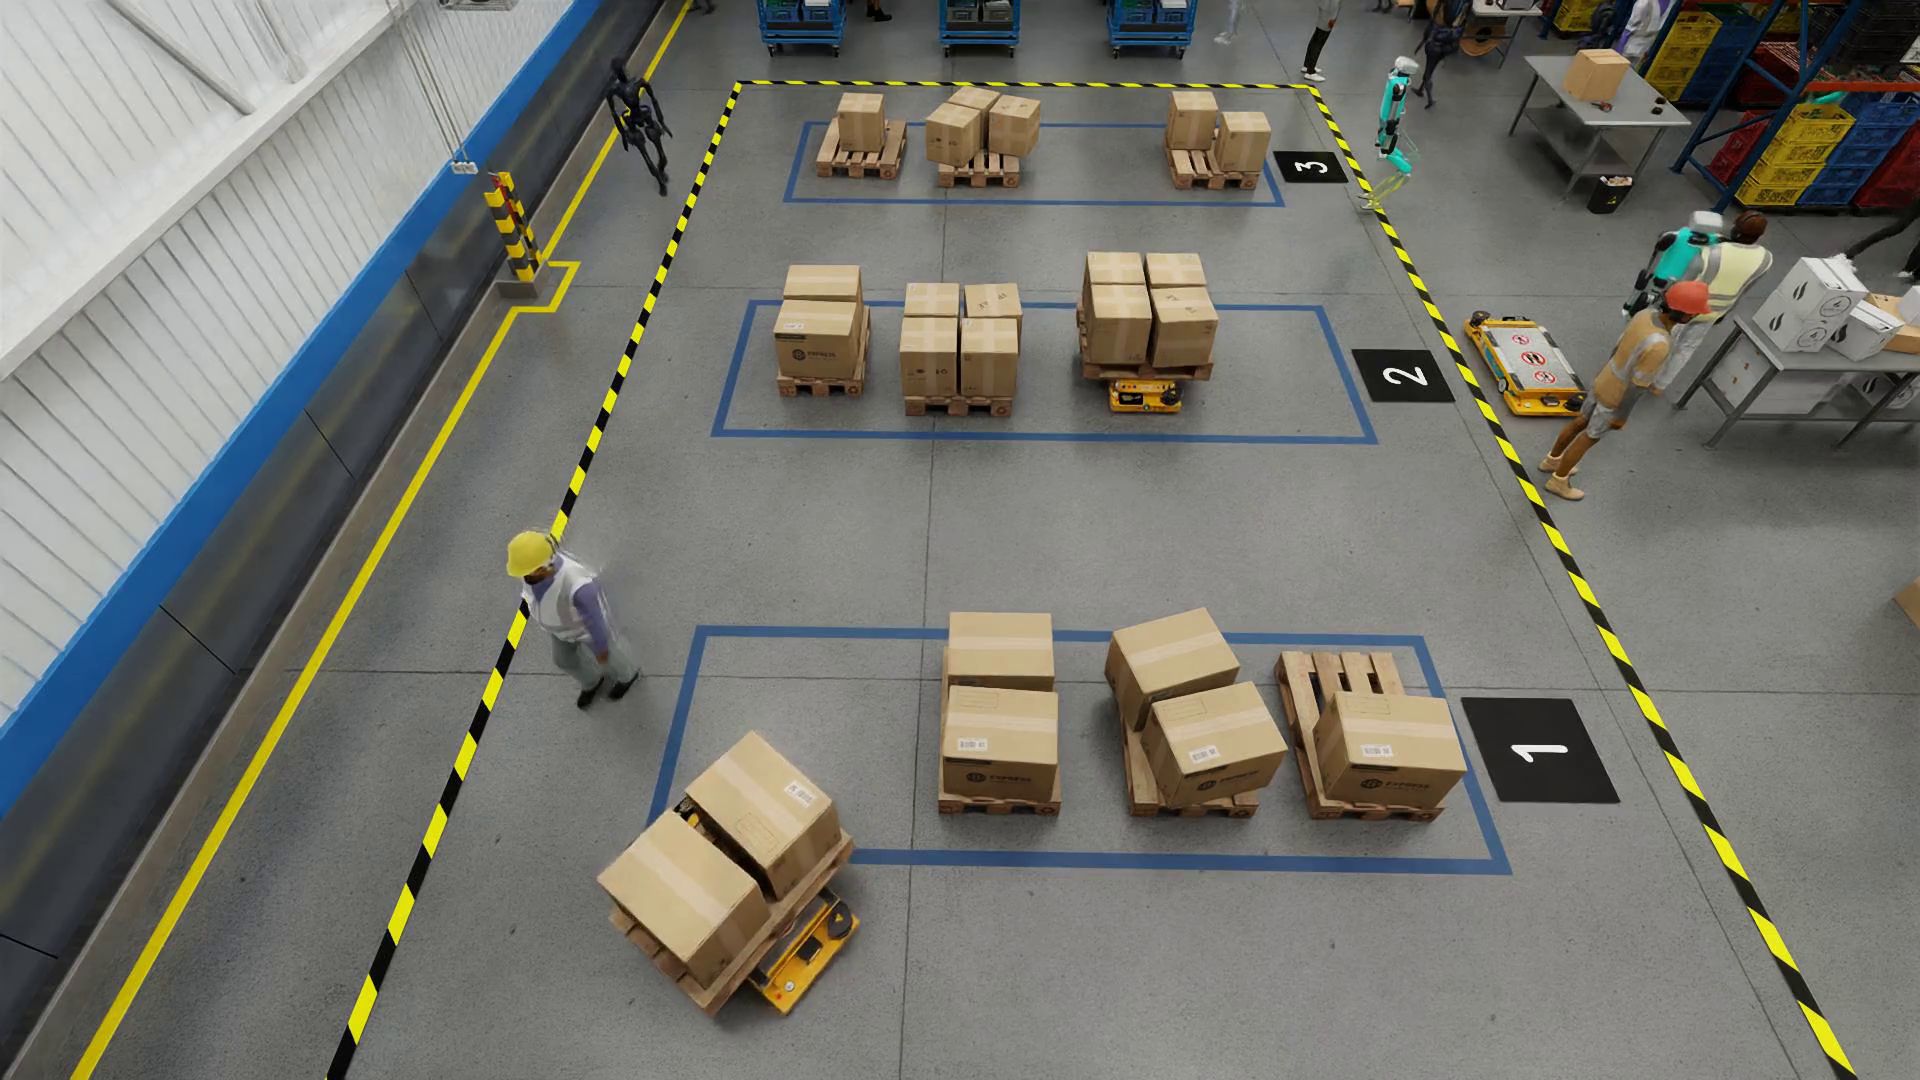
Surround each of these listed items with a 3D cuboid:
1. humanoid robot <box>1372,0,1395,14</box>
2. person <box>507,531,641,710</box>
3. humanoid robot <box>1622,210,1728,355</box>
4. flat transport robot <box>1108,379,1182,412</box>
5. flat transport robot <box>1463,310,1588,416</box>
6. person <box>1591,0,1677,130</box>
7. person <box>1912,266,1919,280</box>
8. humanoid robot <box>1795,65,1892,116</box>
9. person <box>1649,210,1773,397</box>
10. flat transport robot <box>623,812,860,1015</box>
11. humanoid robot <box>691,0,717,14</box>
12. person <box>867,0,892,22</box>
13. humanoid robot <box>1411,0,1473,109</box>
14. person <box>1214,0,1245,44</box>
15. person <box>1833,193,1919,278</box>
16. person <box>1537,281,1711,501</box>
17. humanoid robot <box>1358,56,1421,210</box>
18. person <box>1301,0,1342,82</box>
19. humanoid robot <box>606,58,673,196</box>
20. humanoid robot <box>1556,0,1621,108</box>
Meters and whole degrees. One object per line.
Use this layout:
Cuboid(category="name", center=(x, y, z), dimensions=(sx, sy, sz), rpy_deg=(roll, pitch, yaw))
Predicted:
Cuboid(category="humanoid robot", center=(6.988, -9.412, 14.753), dimensions=(0.349, 1.637, 0.608), rpy_deg=(-33, 57, -26))
Cuboid(category="person", center=(-2.550, 0.563, 6.020), dimensions=(0.634, 1.814, 0.588), rpy_deg=(22, 53, 18))
Cuboid(category="humanoid robot", center=(6.342, -2.003, 8.304), dimensions=(0.549, 1.793, 0.753), rpy_deg=(6, 49, 5))
Cuboid(category="flat transport robot", center=(1.773, -1.817, 9.088), dimensions=(0.652, 0.197, 1.431), rpy_deg=(1, 49, 1))
Cuboid(category="flat transport robot", center=(5.573, -1.757, 9.054), dimensions=(0.659, 0.231, 1.431), rpy_deg=(1, 49, 1))
Cuboid(category="person", center=(8.720, -6.321, 11.833), dimensions=(0.611, 2.041, 0.391), rpy_deg=(-17, 51, -14))
Cuboid(category="person", center=(10.912, -3.419, 9.520), dimensions=(0.810, 1.732, 0.548), rpy_deg=(-11, 50, -10))
Cuboid(category="humanoid robot", center=(11.002, -5.585, 11.394), dimensions=(0.977, 1.735, 0.541), rpy_deg=(0, 49, 0))
Cuboid(category="person", center=(6.668, -2.104, 8.325), dimensions=(0.622, 1.833, 0.434), rpy_deg=(7, 50, 6))
Cuboid(category="flat transport robot", center=(-1.374, 2.157, 5.648), dimensions=(1.431, 0.197, 0.652), rpy_deg=(30, 55, 23))
Cuboid(category="humanoid robot", center=(-4.317, -9.396, 14.736), dimensions=(0.600, 1.640, 0.392), rpy_deg=(26, 54, 21))
Cuboid(category="person", center=(-1.362, -9.291, 14.472), dimensions=(0.358, 1.939, 0.543), rpy_deg=(-24, 53, -20))
Cuboid(category="humanoid robot", center=(6.626, -6.810, 12.532), dimensions=(0.609, 1.645, 0.738), rpy_deg=(-7, 49, -6))
Cuboid(category="person", center=(4.277, -8.535, 13.953), dimensions=(0.363, 1.731, 0.499), rpy_deg=(22, 53, 18))
Cuboid(category="person", center=(10.246, -3.570, 9.604), dimensions=(0.960, 1.818, 0.575), rpy_deg=(0, 49, 0))
Cuboid(category="person", center=(5.319, -1.192, 7.392), dimensions=(0.382, 2.045, 0.604), rpy_deg=(13, 50, 11))
Cuboid(category="humanoid robot", center=(5.037, -4.594, 10.447), dimensions=(0.735, 1.681, 0.533), rpy_deg=(9, 50, 8))
Cuboid(category="person", center=(5.291, -7.544, 13.015), dimensions=(0.397, 1.850, 0.596), rpy_deg=(5, 49, 4))
Cuboid(category="humanoid robot", center=(-3.781, -4.949, 10.897), dimensions=(0.628, 1.621, 0.551), rpy_deg=(-15, 51, -13))
Cuboid(category="humanoid robot", center=(8.421, -6.525, 12.244), dimensions=(0.352, 1.650, 0.600), rpy_deg=(20, 52, 16))
